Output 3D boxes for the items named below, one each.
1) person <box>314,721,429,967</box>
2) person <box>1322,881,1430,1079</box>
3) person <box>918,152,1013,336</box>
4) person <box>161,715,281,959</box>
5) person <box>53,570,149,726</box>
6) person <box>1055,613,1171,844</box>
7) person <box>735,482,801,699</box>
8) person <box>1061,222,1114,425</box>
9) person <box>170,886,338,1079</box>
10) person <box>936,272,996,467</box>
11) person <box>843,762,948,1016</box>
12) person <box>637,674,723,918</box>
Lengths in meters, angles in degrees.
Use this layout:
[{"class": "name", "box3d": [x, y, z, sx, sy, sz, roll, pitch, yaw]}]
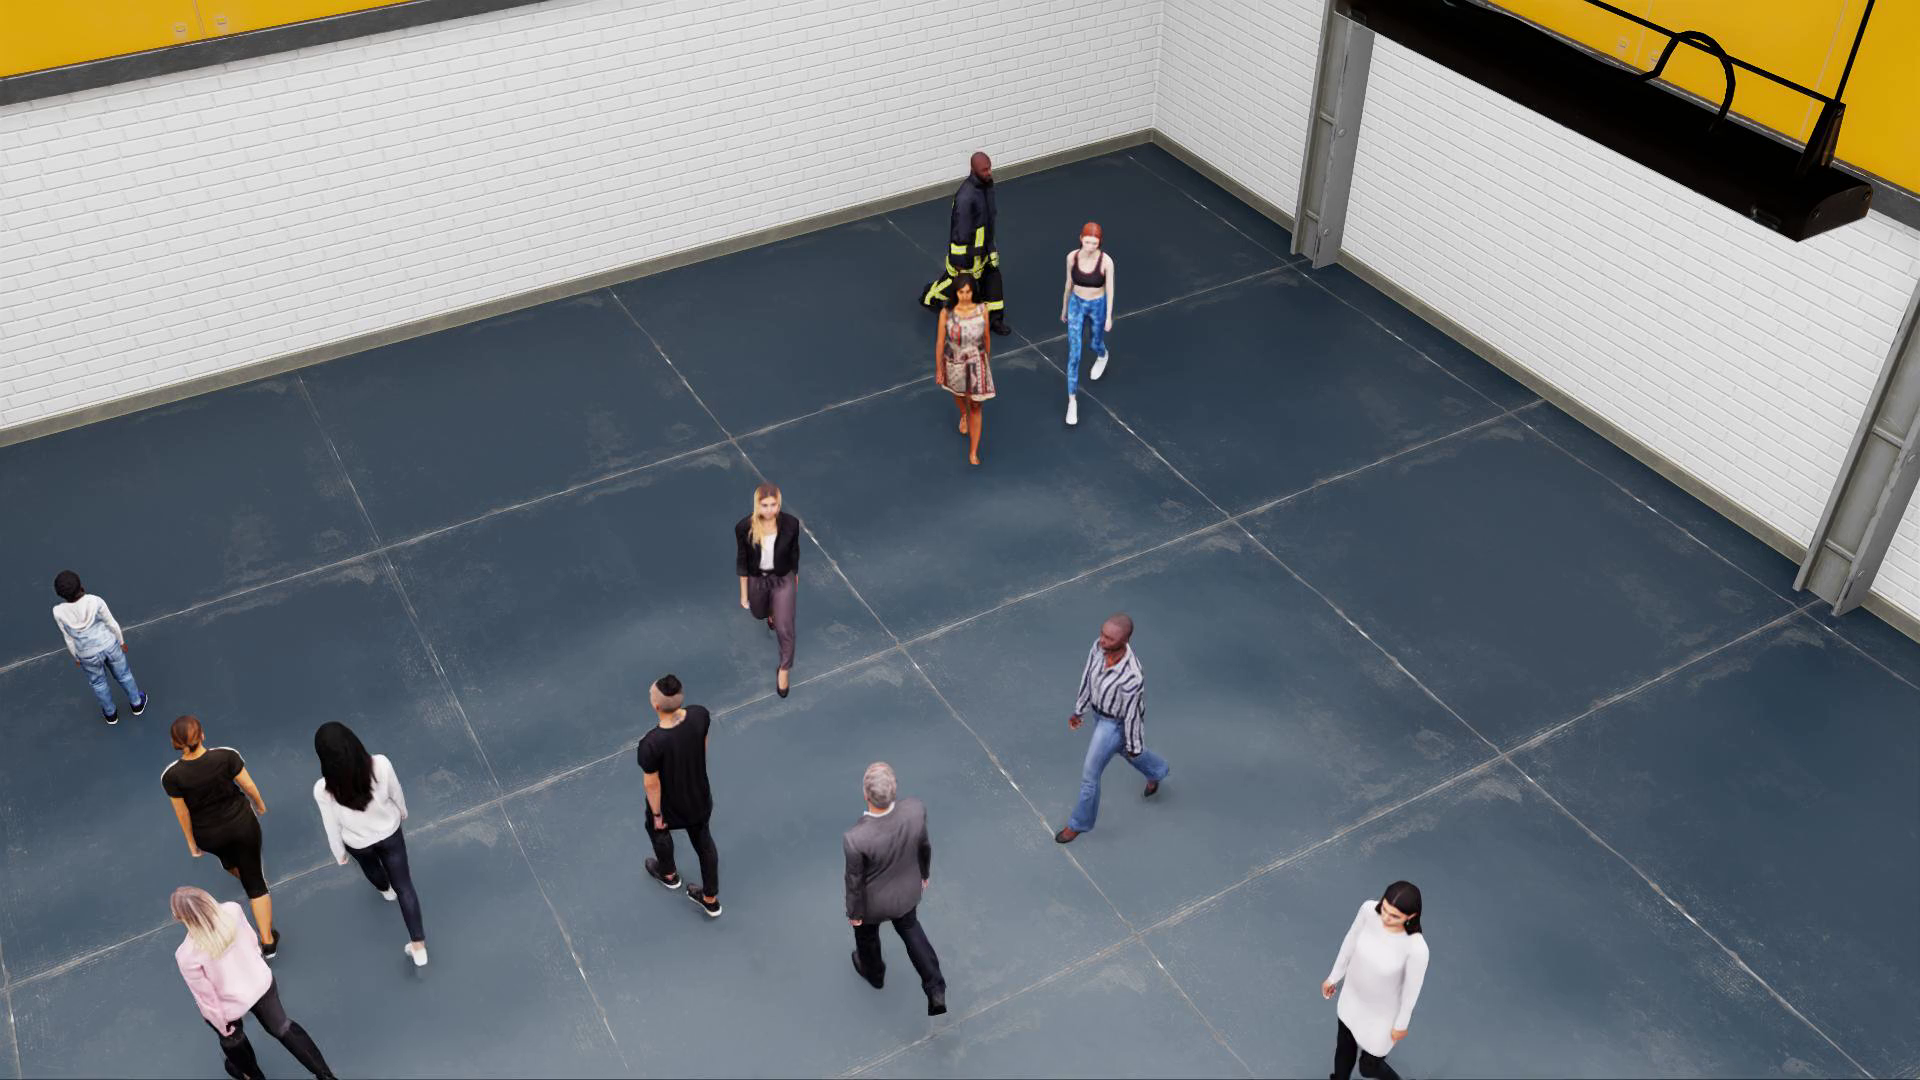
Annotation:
[{"class": "person", "box3d": [-3.320, 1.752, 9.515, 0.613, 1.657, 1.098, -21, 43, -24]}, {"class": "person", "box3d": [2.197, 2.368, 8.629, 0.672, 1.801, 0.650, -20, 43, -23]}, {"class": "person", "box3d": [0.024, -2.699, 14.990, 1.319, 1.781, 1.106, 19, 42, 22]}, {"class": "person", "box3d": [-4.219, 1.719, 9.584, 0.670, 1.624, 1.130, -15, 41, -18]}, {"class": "person", "box3d": [-5.792, 0.708, 11.140, 0.473, 1.261, 0.482, -19, 42, -22]}, {"class": "person", "box3d": [1.009, 1.101, 10.253, 0.767, 1.755, 1.073, -15, 41, -18]}, {"class": "person", "box3d": [-1.313, 0.255, 11.400, 0.878, 1.645, 1.100, -2, 39, -3]}, {"class": "person", "box3d": [1.103, -1.933, 14.056, 1.149, 1.750, 1.207, 11, 40, 13]}, {"class": "person", "box3d": [-3.708, 2.398, 8.701, 1.123, 1.664, 0.936, 18, 42, 22]}, {"class": "person", "box3d": [0.030, -1.493, 13.625, 0.967, 1.600, 1.198, -2, 39, -3]}, {"class": "person", "box3d": [-0.369, 1.966, 9.122, 0.774, 1.814, 1.045, -24, 44, -27]}, {"class": "person", "box3d": [-1.568, 1.512, 9.671, 0.955, 1.839, 0.828, 31, 48, 33]}]
